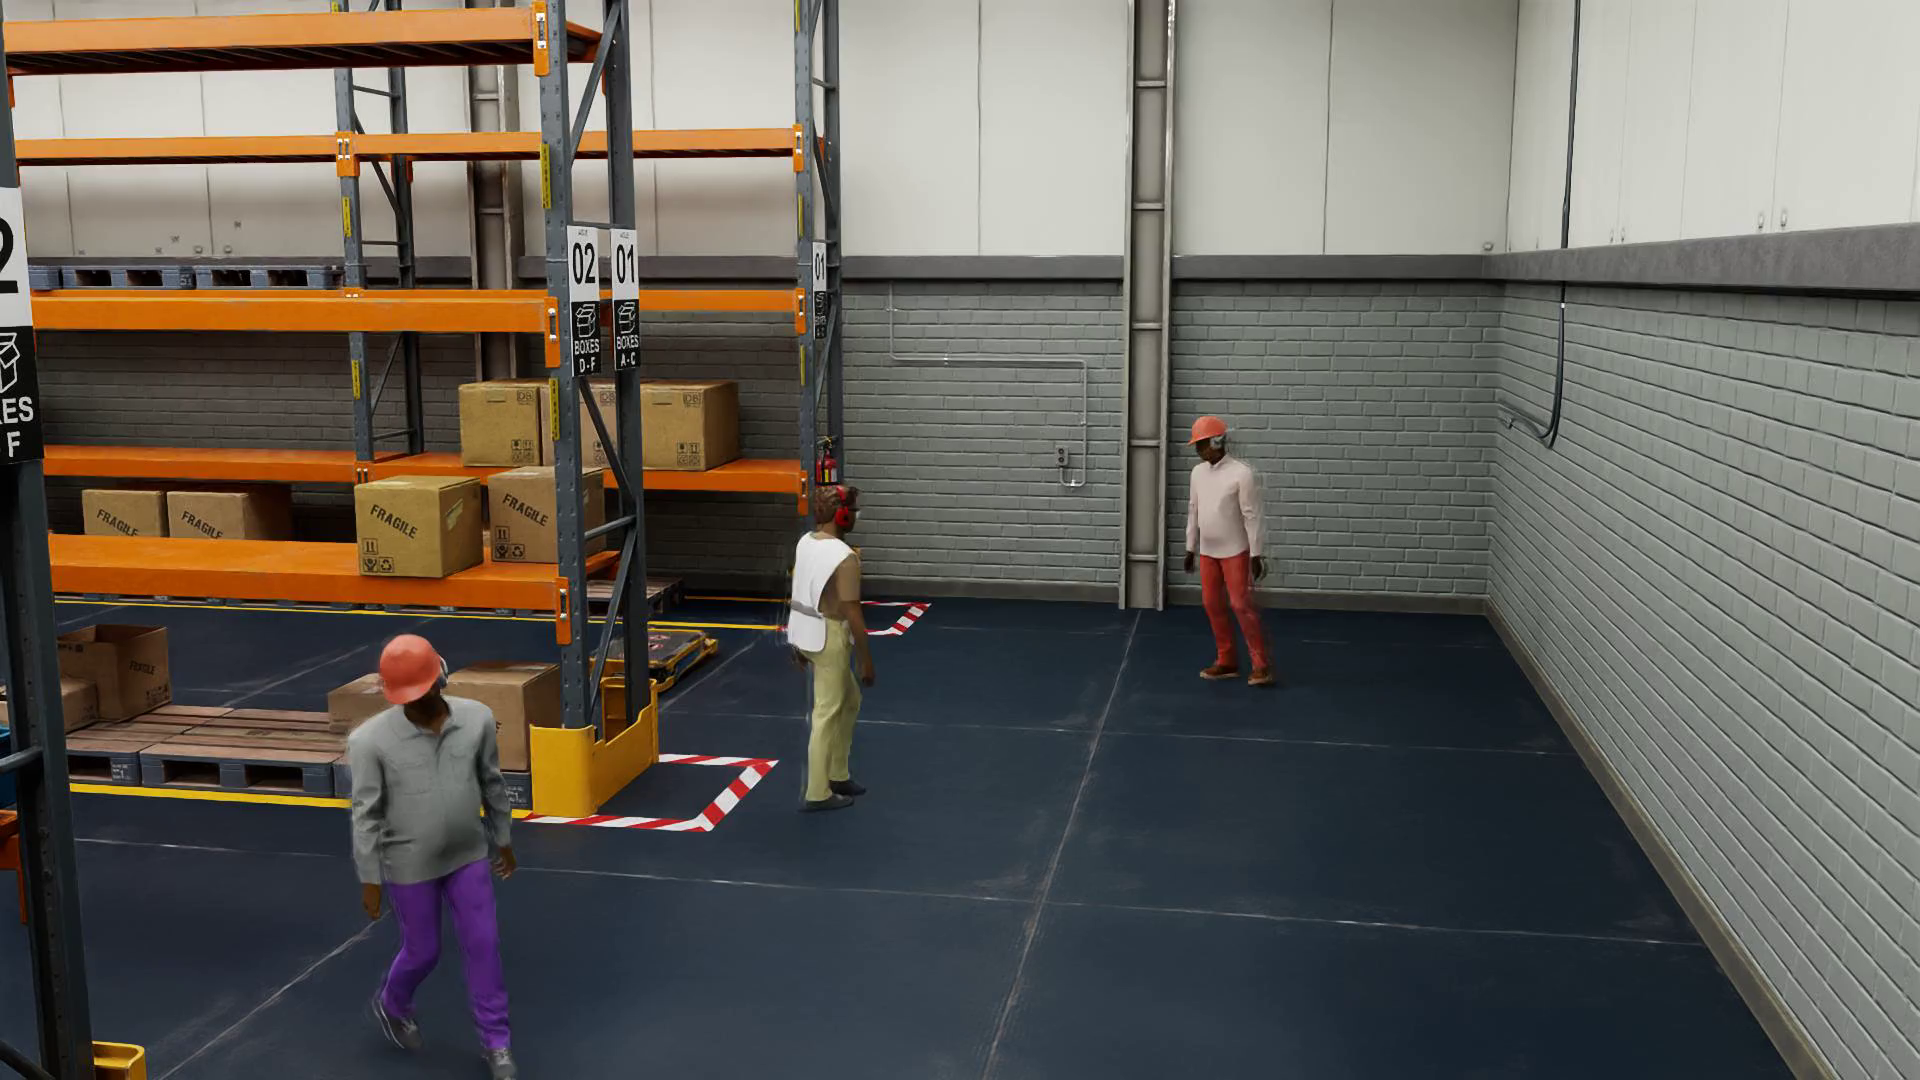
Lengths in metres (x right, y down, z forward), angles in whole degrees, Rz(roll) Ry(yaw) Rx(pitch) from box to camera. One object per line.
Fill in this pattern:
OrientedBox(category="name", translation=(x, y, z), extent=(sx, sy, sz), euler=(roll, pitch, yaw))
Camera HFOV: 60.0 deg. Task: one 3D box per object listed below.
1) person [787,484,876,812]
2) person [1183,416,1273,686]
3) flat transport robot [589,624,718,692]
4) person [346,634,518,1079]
OrientedBox(category="person", translation=(-0.644, 0.597, 9.226), extent=(0.606, 1.824, 0.606), euler=(-5, 10, -28))
OrientedBox(category="person", translation=(1.928, 0.077, 12.105), extent=(0.444, 1.947, 0.743), euler=(-7, 12, -37))
OrientedBox(category="flat transport robot", translation=(-2.318, 0.866, 12.386), extent=(0.652, 0.197, 1.431), euler=(1, 9, 8))
OrientedBox(category="person", translation=(-1.971, 1.164, 6.199), extent=(0.623, 1.678, 0.664), euler=(-8, 12, -40))
